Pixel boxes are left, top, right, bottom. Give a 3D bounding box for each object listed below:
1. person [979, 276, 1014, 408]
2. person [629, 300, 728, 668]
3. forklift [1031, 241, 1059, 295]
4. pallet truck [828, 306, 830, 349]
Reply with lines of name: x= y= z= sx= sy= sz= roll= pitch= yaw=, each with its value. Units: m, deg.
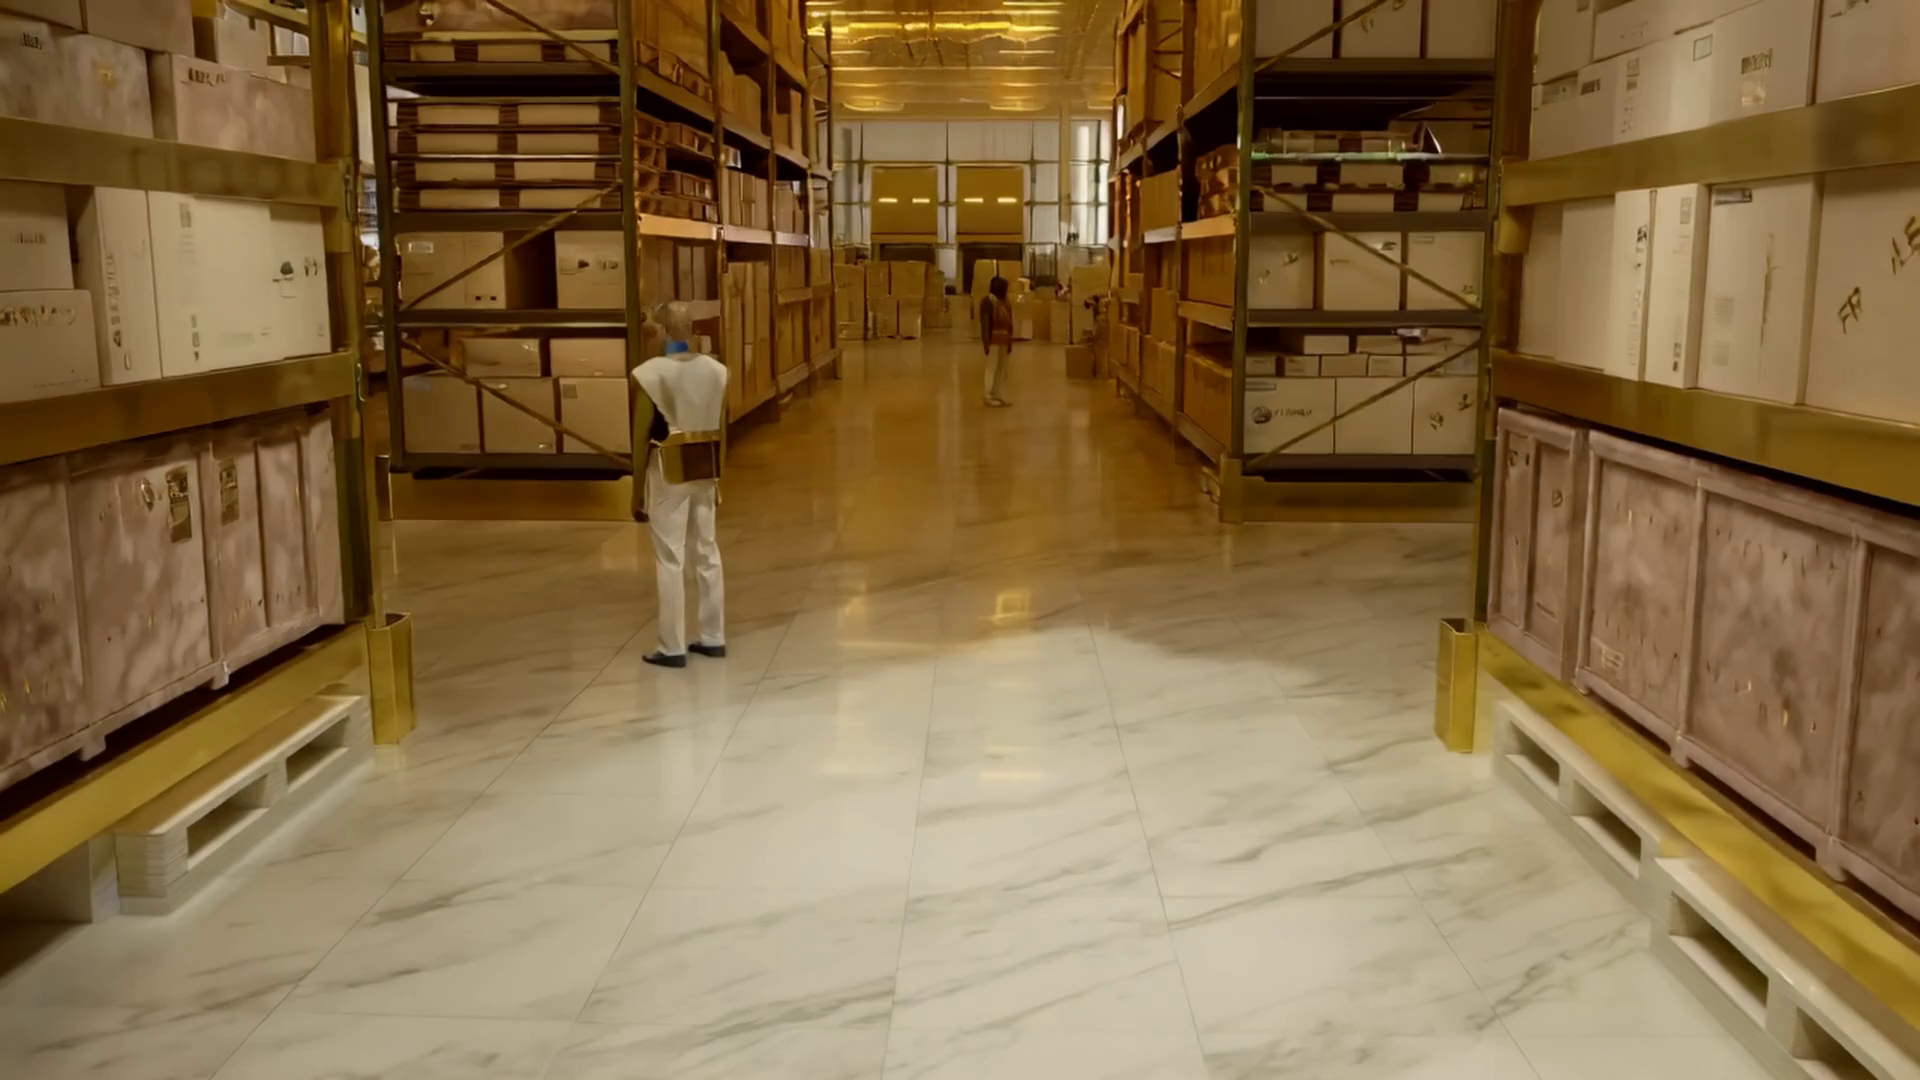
person: x=0.531 y=-2.769 z=23.264 sx=0.429 sy=1.839 sz=0.633 roll=6 pitch=11 yaw=33
person: x=-1.388 y=-0.277 z=8.353 sx=0.382 sy=1.836 sz=0.565 roll=9 pitch=13 yaw=42
forklift: x=3.204 y=-9.921 z=62.989 sx=1.129 sy=2.768 sz=1.873 roll=0 pitch=9 yaw=1
pallet truck: x=-3.100 y=-3.940 z=29.800 sx=1.885 sy=1.965 sz=0.823 roll=3 pitch=10 yaw=19
